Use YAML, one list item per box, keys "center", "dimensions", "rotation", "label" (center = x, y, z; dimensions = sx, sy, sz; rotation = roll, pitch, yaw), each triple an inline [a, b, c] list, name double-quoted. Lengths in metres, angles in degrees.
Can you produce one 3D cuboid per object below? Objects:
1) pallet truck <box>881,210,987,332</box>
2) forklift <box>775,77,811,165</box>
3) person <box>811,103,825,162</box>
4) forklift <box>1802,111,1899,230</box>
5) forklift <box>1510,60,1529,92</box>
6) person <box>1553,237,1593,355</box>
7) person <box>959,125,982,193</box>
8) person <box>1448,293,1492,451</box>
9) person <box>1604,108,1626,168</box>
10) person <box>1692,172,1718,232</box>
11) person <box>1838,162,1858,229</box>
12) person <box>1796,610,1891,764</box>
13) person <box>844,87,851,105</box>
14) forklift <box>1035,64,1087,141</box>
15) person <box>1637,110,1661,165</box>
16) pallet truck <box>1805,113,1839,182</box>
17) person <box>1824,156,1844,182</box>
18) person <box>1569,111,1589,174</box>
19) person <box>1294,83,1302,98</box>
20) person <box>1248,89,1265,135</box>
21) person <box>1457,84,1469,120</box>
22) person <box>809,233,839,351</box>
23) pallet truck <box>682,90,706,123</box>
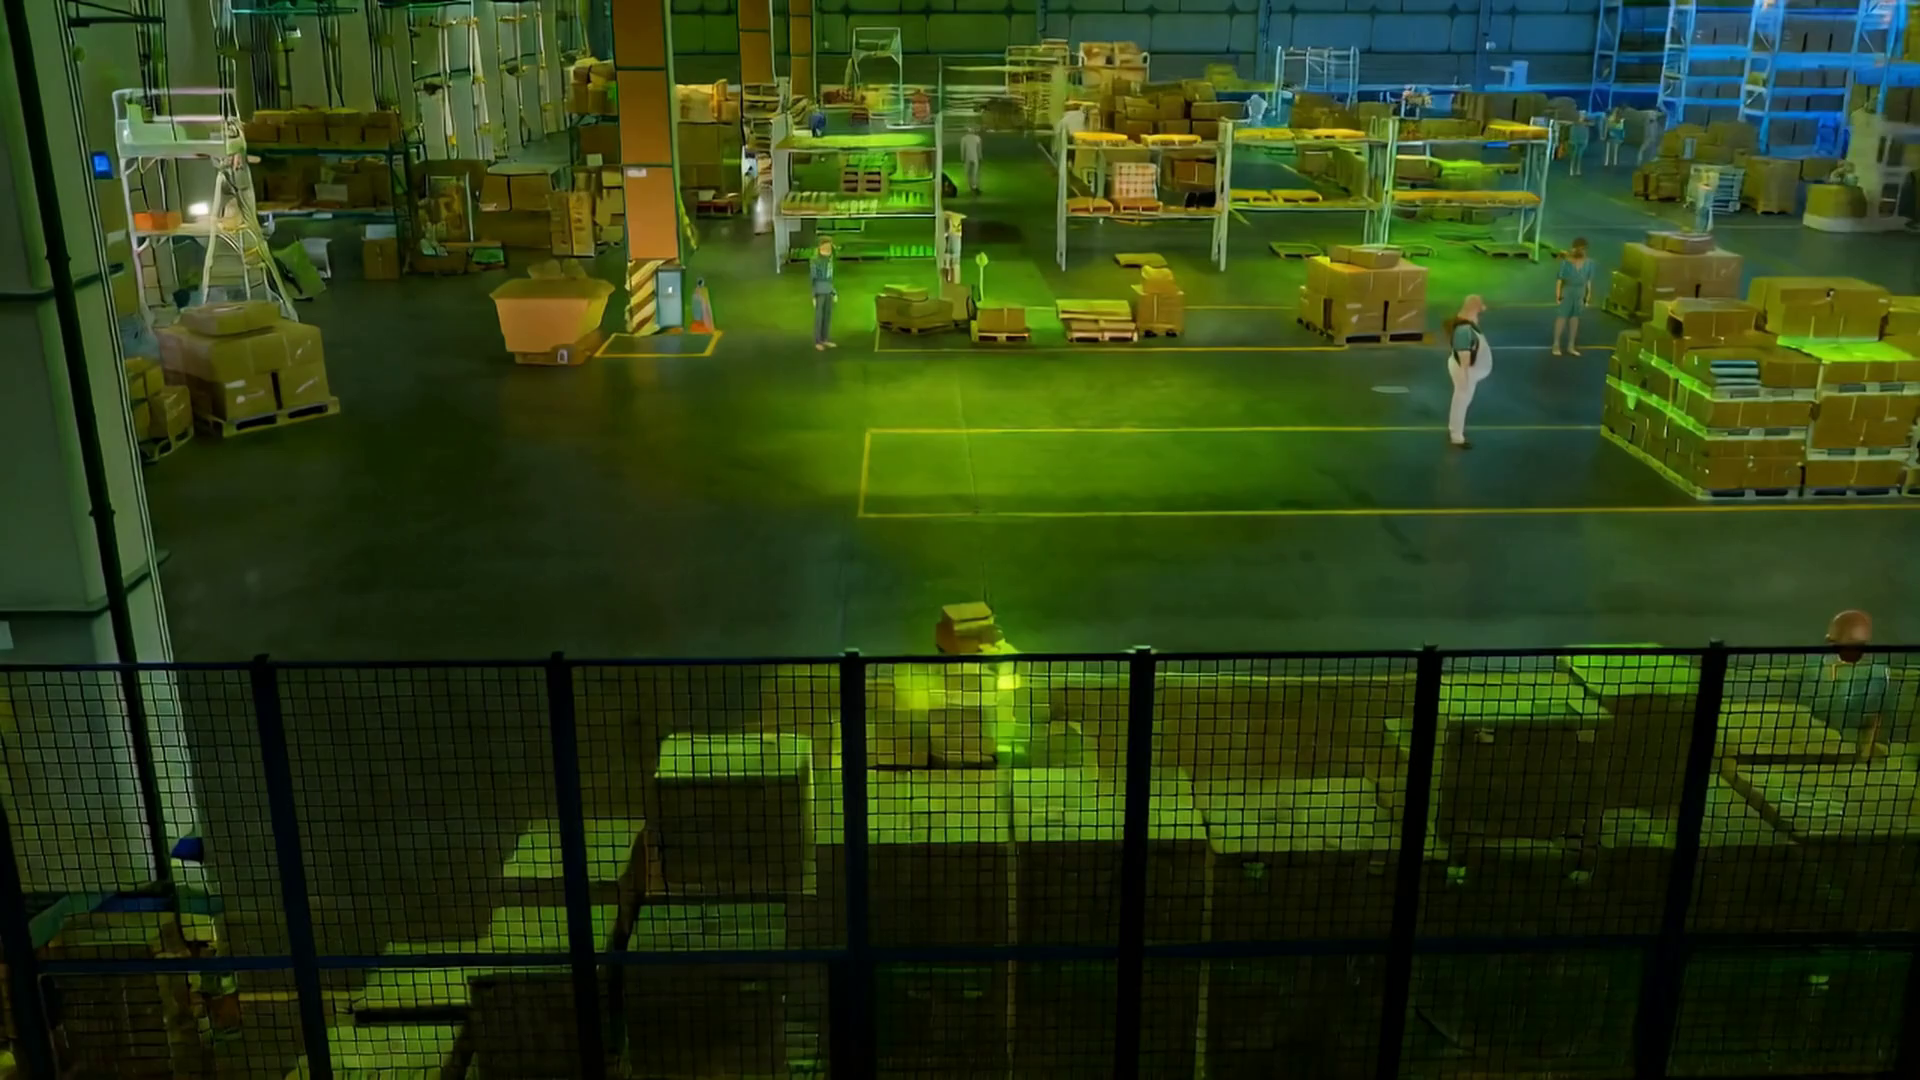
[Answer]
- center: [-0.493, -4.759, 29.349]
  dimensions: [1.885, 1.965, 0.823]
  rotation: [-13, 23, -34]
  label: "pallet truck"
- center: [-5.920, -13.893, 55.085]
  dimensions: [1.873, 2.768, 1.129]
  rotation: [-1, 19, -1]
  label: "forklift"
- center: [-4.805, -13.764, 56.178]
  dimensions: [0.589, 1.924, 0.384]
  rotation: [15, 24, 38]
  label: "person"
- center: [22.028, -9.075, 40.792]
  dimensions: [1.873, 2.768, 1.129]
  rotation: [-1, 19, -2]
  label: "forklift"
- center: [22.131, -17.597, 66.073]
  dimensions: [1.873, 2.768, 1.129]
  rotation: [-1, 19, -2]
  label: "forklift"
- center: [9.993, -3.967, 27.105]
  dimensions: [0.542, 1.929, 0.374]
  rotation: [1, 19, 3]
  label: "person"
- center: [0.259, -11.026, 48.094]
  dimensions: [0.633, 1.895, 0.916]
  rotation: [-7, 20, -19]
  label: "person"
- center: [6.639, -2.195, 21.676]
  dimensions: [0.538, 2.000, 0.687]
  rotation: [5, 19, 14]
  label: "person"
- center: [21.370, -13.122, 54.280]
  dimensions: [0.587, 1.920, 0.391]
  rotation: [5, 19, 15]
  label: "person"
- center: [16.057, -6.945, 35.905]
  dimensions: [0.377, 1.958, 0.606]
  rotation: [-1, 19, -4]
  label: "person"
- center: [21.795, -8.481, 40.957]
  dimensions: [0.530, 1.625, 0.370]
  rotation: [-5, 19, -14]
  label: "person"
- center: [5.903, 1.372, 11.262]
  dimensions: [0.376, 1.932, 0.543]
  rotation: [-18, 25, -42]
  label: "person"
- center: [-4.612, -17.685, 68.160]
  dimensions: [0.318, 1.697, 0.535]
  rotation: [-6, 20, -18]
  label: "person"
- center: [3.847, -16.578, 63.051]
  dimensions: [1.873, 2.768, 1.129]
  rotation: [-1, 19, -2]
  label: "forklift"
- center: [22.926, -13.268, 54.900]
  dimensions: [0.965, 1.793, 0.643]
  rotation: [3, 19, 10]
  label: "person"
- center: [26.403, -11.957, 50.702]
  dimensions: [0.823, 1.965, 1.885]
  rotation: [6, 19, 16]
  label: "pallet truck"
- center: [21.981, -8.803, 41.844]
  dimensions: [0.403, 1.662, 0.575]
  rotation: [-16, 24, -39]
  label: "person"
- center: [19.535, -12.528, 52.488]
  dimensions: [0.370, 1.941, 0.627]
  rotation: [-13, 23, -34]
  label: "person"
- center: [13.431, -17.198, 66.254]
  dimensions: [0.386, 1.993, 0.623]
  rotation: [-6, 20, -18]
  label: "person"
- center: [11.322, -16.275, 63.637]
  dimensions: [0.639, 1.922, 0.764]
  rotation: [6, 19, 16]
  label: "person"
- center: [20.048, -17.200, 66.351]
  dimensions: [0.358, 1.938, 0.542]
  rotation: [-10, 21, -28]
  label: "person"
- center: [-2.235, -4.120, 27.561]
  dimensions: [0.375, 1.925, 0.595]
  rotation: [12, 22, 31]
  label: "person"
- center: [-9.671, -15.907, 62.421]
  dimensions: [0.823, 1.965, 1.885]
  rotation: [5, 19, 15]
  label: "pallet truck"
